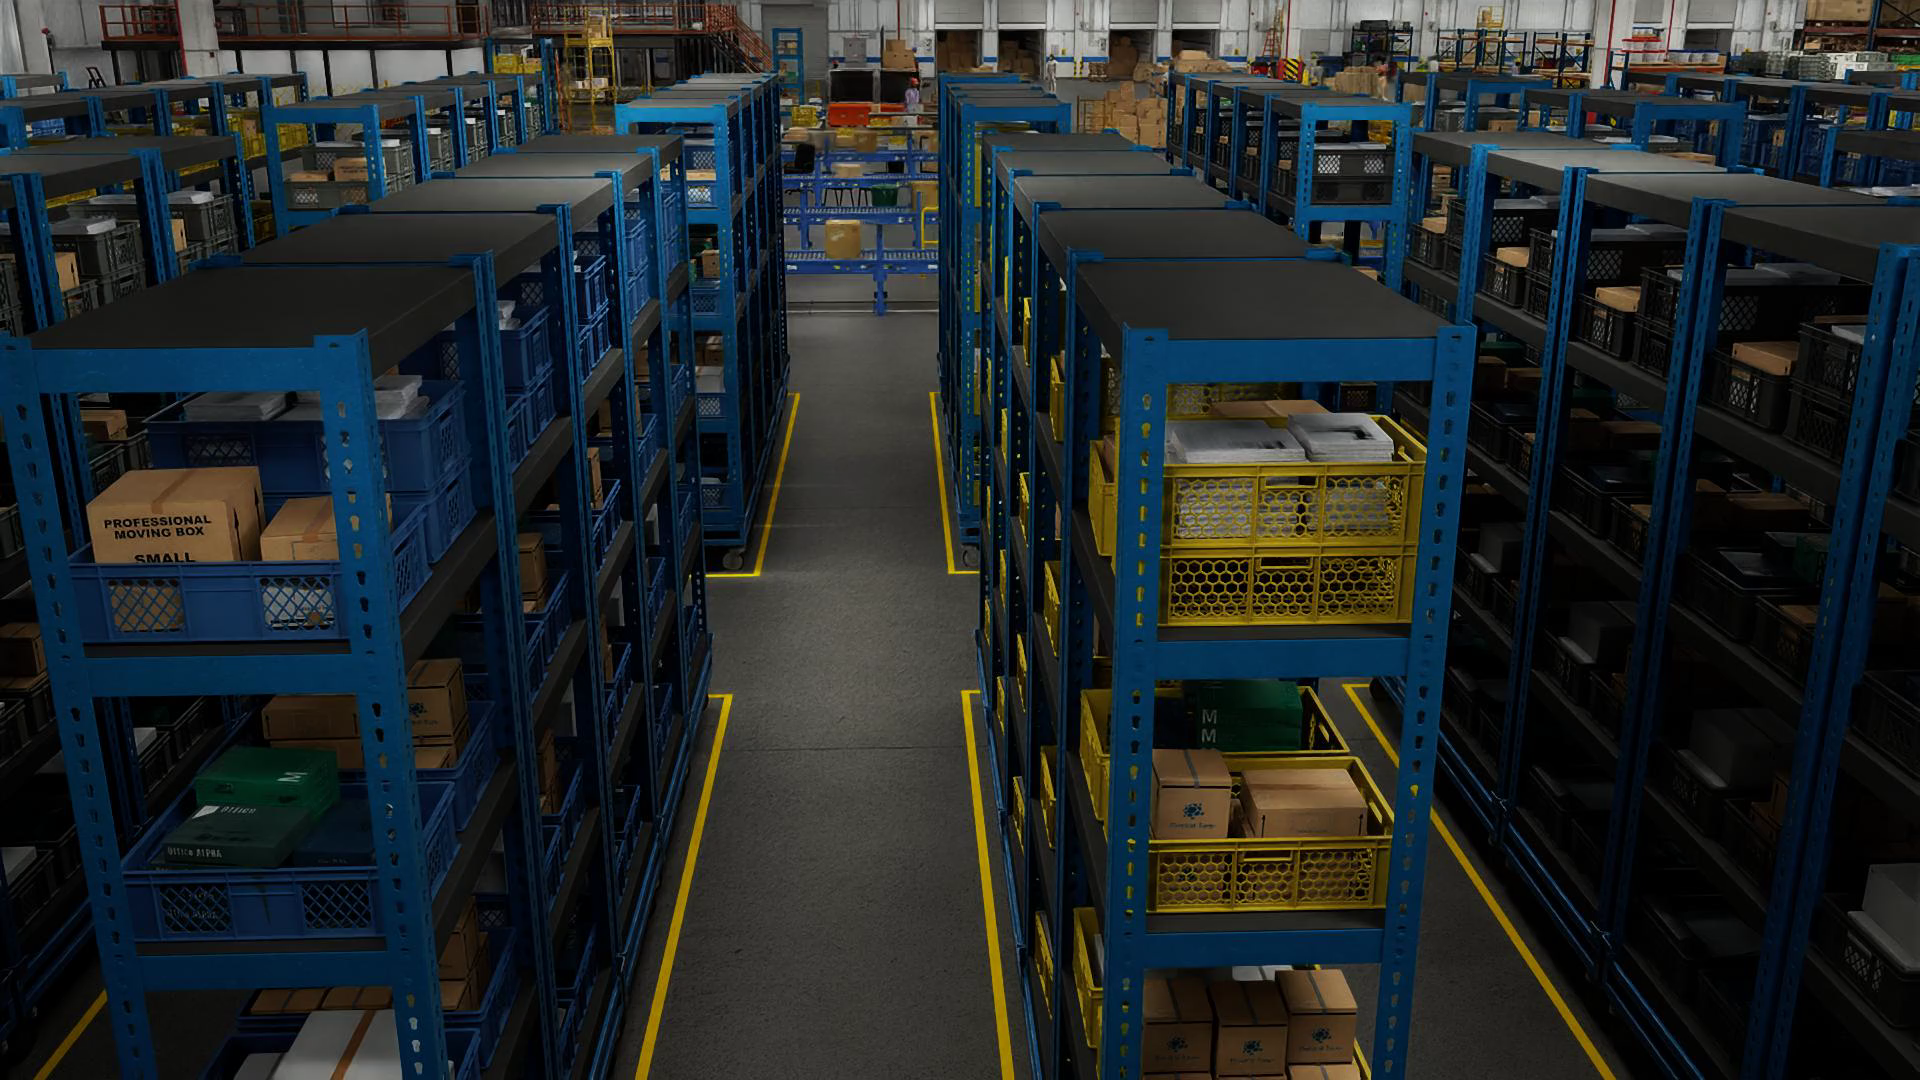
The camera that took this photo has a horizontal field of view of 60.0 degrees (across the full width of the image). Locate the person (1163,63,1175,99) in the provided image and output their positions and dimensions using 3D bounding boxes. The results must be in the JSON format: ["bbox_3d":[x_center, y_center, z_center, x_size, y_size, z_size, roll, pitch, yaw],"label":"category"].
[{"bbox_3d":[8.294,-17.722,65.448,0.687,2.000,0.535,-3,18,-8],"label":"person"}]

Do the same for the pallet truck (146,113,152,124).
[{"bbox_3d":[-18.087,-8.309,36.390,1.885,1.965,0.823,-1,18,-4],"label":"pallet truck"}]

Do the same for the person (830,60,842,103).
[{"bbox_3d":[-5.452,-20.047,72.838,0.546,1.922,0.570,-12,21,-32],"label":"person"}]

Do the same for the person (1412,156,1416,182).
[{"bbox_3d":[10.846,-9.180,39.532,0.535,1.720,0.893,2,18,8],"label":"person"}]

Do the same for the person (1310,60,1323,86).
[{"bbox_3d":[15.986,-20.643,74.810,0.529,1.834,0.801,-15,23,-38],"label":"person"}]

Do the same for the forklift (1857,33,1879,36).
[{"bbox_3d":[46.104,-24.422,84.837,1.129,2.768,1.873,3,18,10],"label":"forklift"}]

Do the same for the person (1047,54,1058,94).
[{"bbox_3d":[4.415,-22.412,80.125,0.365,1.939,0.636,-16,24,-41],"label":"person"}]

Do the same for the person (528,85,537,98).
[{"bbox_3d":[-15.771,-16.218,61.068,0.602,1.865,0.615,-1,18,-2],"label":"person"}]

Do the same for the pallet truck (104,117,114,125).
[{"bbox_3d":[-18.367,-7.885,35.078,1.885,1.965,0.823,1,18,2],"label":"pallet truck"}]

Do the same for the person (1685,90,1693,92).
[{"bbox_3d":[26.672,-16.060,60.479,0.606,1.936,0.882,9,20,26],"label":"person"}]

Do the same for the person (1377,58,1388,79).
[{"bbox_3d":[20.763,-22.822,81.797,0.533,1.690,0.322,-1,18,-4],"label":"person"}]

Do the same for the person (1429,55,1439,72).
[{"bbox_3d":[22.728,-22.225,79.587,0.899,1.905,0.650,-9,20,-27],"label":"person"}]

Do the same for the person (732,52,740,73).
[{"bbox_3d":[-11.817,-24.807,87.735,0.654,1.810,0.769,-17,24,-41],"label":"person"}]

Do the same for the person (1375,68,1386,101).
[{"bbox_3d":[16.348,-17.322,64.467,1.009,1.899,0.555,16,24,40],"label":"person"}]

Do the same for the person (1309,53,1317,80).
[{"bbox_3d":[18.806,-24.975,88.395,0.483,1.729,0.559,-3,18,-9],"label":"person"}]

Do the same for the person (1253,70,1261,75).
[{"bbox_3d":[10.562,-15.767,59.473,0.381,1.994,0.614,-12,21,-32],"label":"person"}]

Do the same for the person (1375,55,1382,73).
[{"bbox_3d":[20.828,-23.313,83.144,0.962,1.788,0.658,8,20,24],"label":"person"}]

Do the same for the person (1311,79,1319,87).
[{"bbox_3d":[12.351,-15.204,58.098,0.314,1.769,0.523,11,21,30],"label":"person"}]

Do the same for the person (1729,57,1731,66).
[{"bbox_3d":[37.443,-22.721,81.232,0.507,1.847,0.351,7,19,20],"label":"person"}]

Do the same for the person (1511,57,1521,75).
[{"bbox_3d":[25.222,-20.918,75.525,0.386,1.922,0.594,13,22,34],"label":"person"}]

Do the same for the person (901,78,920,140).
[{"bbox_3d":[-1.564,-13.937,53.804,1.017,2.007,0.620,12,22,34],"label":"person"}]

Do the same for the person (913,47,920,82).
[{"bbox_3d":[-2.478,-26.639,93.230,0.741,1.920,0.608,2,18,7],"label":"person"}]

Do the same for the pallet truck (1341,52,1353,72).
[{"bbox_3d":[18.794,-23.123,82.231,0.823,1.965,1.885,-13,22,-35],"label":"pallet truck"}]

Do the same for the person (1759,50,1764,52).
[{"bbox_3d":[41.784,-24.614,86.938,0.543,1.939,0.361,-9,20,-26],"label":"person"}]
